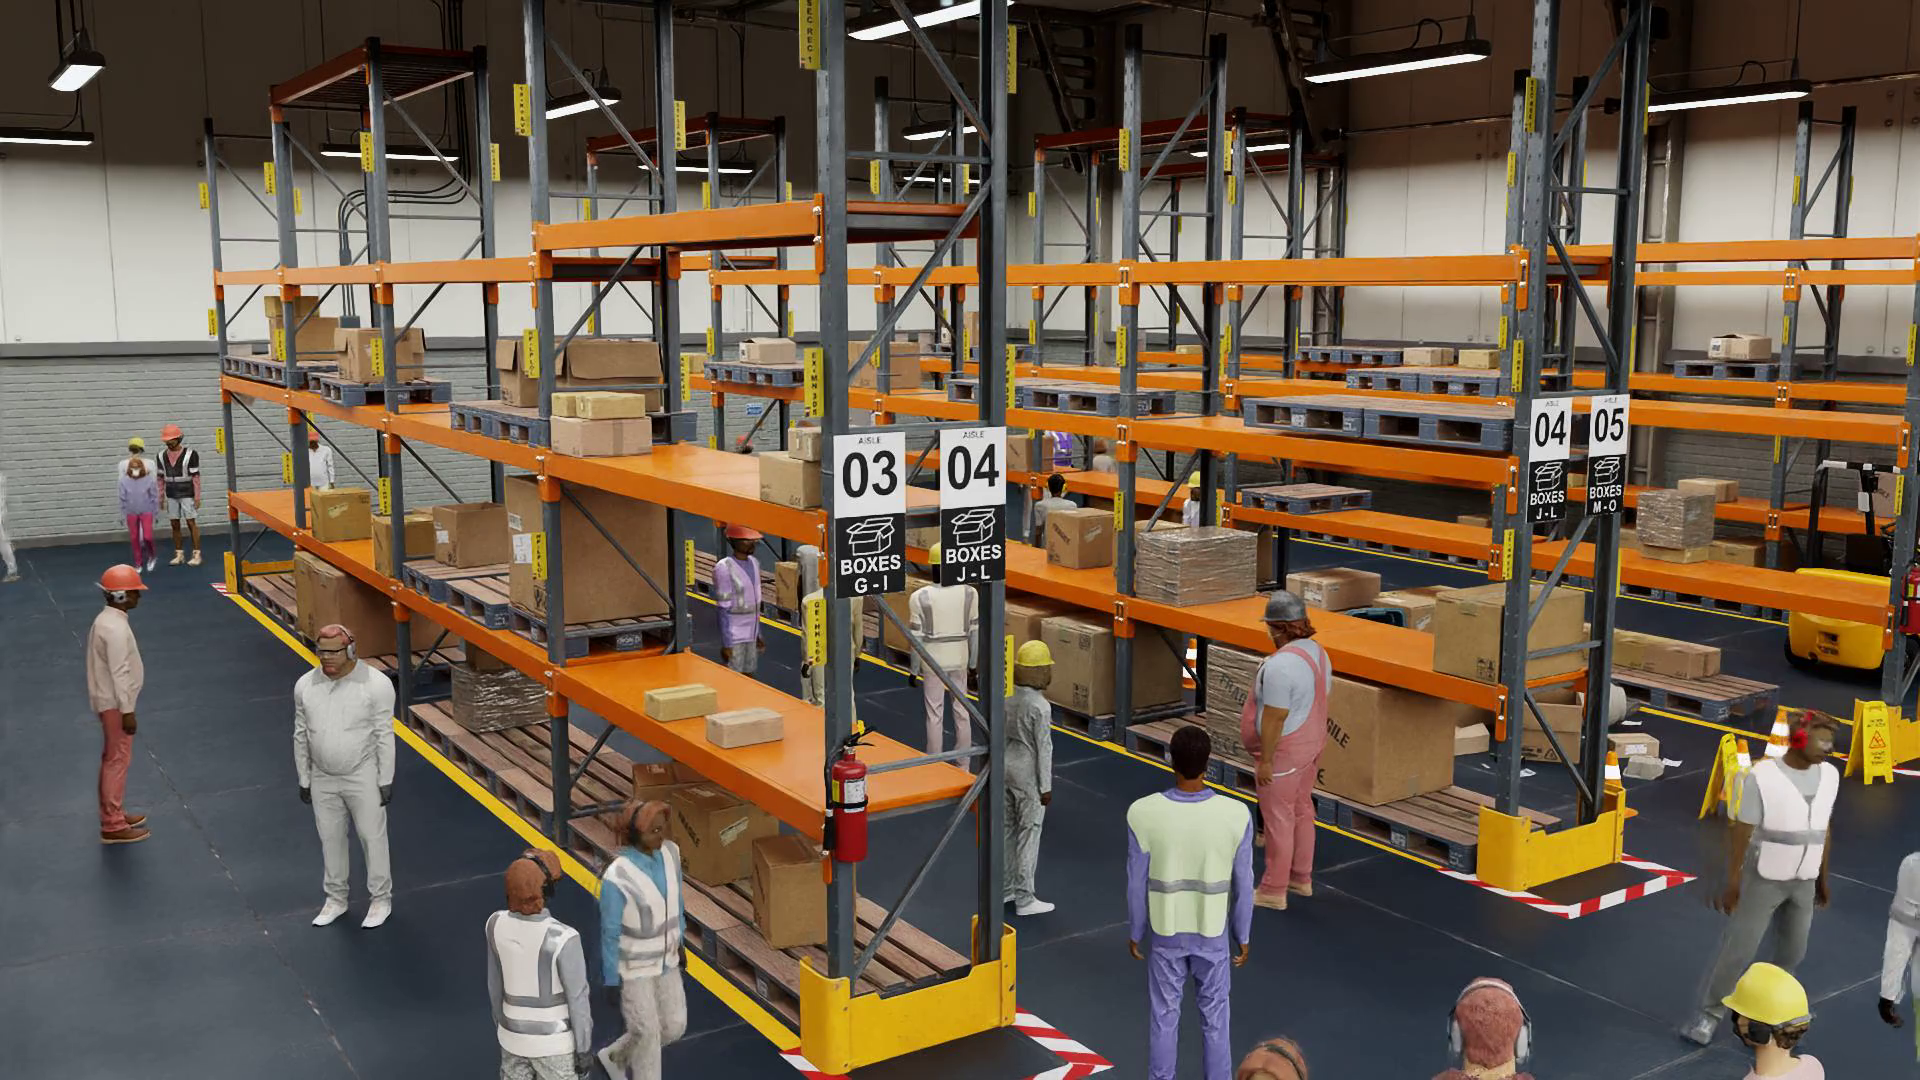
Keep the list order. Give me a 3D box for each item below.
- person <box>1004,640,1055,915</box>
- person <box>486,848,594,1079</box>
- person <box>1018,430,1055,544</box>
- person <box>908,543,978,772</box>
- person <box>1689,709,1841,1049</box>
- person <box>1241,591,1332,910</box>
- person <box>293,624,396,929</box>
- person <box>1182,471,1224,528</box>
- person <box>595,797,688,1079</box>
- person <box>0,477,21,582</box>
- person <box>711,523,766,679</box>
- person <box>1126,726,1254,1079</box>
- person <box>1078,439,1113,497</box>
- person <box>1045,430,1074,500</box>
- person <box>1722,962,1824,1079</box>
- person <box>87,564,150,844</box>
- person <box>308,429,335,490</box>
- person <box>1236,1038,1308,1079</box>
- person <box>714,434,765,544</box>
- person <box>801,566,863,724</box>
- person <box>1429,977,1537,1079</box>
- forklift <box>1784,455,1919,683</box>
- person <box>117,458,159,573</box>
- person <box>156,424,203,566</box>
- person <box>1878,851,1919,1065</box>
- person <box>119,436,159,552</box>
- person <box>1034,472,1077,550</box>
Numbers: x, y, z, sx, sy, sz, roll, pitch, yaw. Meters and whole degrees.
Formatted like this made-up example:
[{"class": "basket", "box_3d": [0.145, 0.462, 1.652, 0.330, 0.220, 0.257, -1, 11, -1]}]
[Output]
[{"class": "person", "box_3d": [0.432, 1.486, 10.491, 0.342, 1.733, 0.480, -6, 10, -33]}, {"class": "person", "box_3d": [-1.726, 2.076, 6.857, 0.514, 1.645, 0.307, 4, 10, 28]}, {"class": "person", "box_3d": [1.177, -0.868, 25.661, 0.582, 1.882, 0.338, -1, 9, -6]}, {"class": "person", "box_3d": [-0.135, 0.978, 13.259, 0.585, 1.918, 0.382, -3, 9, -19]}, {"class": "person", "box_3d": [4.153, 1.745, 8.549, 0.746, 1.804, 0.408, -2, 9, -16]}, {"class": "person", "box_3d": [2.062, 1.311, 10.635, 0.535, 2.000, 0.686, 6, 11, 37]}, {"class": "person", "box_3d": [-3.782, 1.449, 10.209, 0.635, 1.900, 0.398, 1, 9, 4]}, {"class": "person", "box_3d": [2.796, 0.104, 19.410, 0.405, 1.824, 0.594, -7, 11, -38]}, {"class": "person", "box_3d": [-1.496, 1.959, 7.690, 0.512, 1.618, 0.530, 4, 10, 27]}, {"class": "person", "box_3d": [-12.908, -0.292, 22.019, 0.600, 1.830, 1.009, 1, 9, 10]}, {"class": "person", "box_3d": [-1.830, 0.800, 14.024, 0.381, 2.045, 0.605, 4, 9, 23]}, {"class": "person", "box_3d": [1.063, 1.806, 7.734, 0.592, 1.922, 0.392, 1, 9, 6]}, {"class": "person", "box_3d": [2.119, -0.780, 26.026, 0.515, 1.587, 0.843, -8, 12, -44]}, {"class": "person", "box_3d": [1.735, -1.324, 28.836, 0.634, 1.842, 0.429, -7, 11, -38]}, {"class": "person", "box_3d": [2.588, 2.232, 5.413, 0.523, 1.769, 0.309, -7, 11, -38]}, {"class": "person", "box_3d": [-5.979, 1.157, 11.884, 0.443, 1.977, 0.616, -5, 10, -32]}, {"class": "person", "box_3d": [-10.298, -0.934, 26.588, 0.573, 1.738, 0.355, -4, 9, -25]}, {"class": "person", "box_3d": [1.019, 2.313, 5.351, 0.516, 1.613, 0.640, 5, 10, 32]}, {"class": "person", "box_3d": [-3.408, -0.787, 25.678, 0.831, 1.719, 0.571, 1, 9, 5]}, {"class": "person", "box_3d": [-1.078, 0.963, 13.898, 0.563, 1.751, 0.330, -5, 10, -28]}, {"class": "person", "box_3d": [1.578, 2.240, 4.959, 0.665, 1.881, 0.438, 3, 9, 19]}, {"class": "forklift", "box_3d": [9.643, 0.253, 17.172, 2.313, 2.155, 1.214, -6, 10, -33]}, {"class": "person", "box_3d": [-11.347, -0.333, 22.991, 0.497, 1.620, 0.435, -2, 9, -13]}, {"class": "person", "box_3d": [-11.097, -0.630, 23.613, 0.612, 2.029, 0.409, 0, 9, 3]}, {"class": "person", "box_3d": [4.254, 1.901, 7.109, 0.602, 1.913, 0.400, 0, 9, 3]}, {"class": "person", "box_3d": [-12.263, -0.669, 24.821, 0.530, 1.742, 0.738, -2, 9, -11]}, {"class": "person", "box_3d": [1.096, 0.158, 18.874, 0.510, 1.872, 0.328, 1, 9, 4]}]
